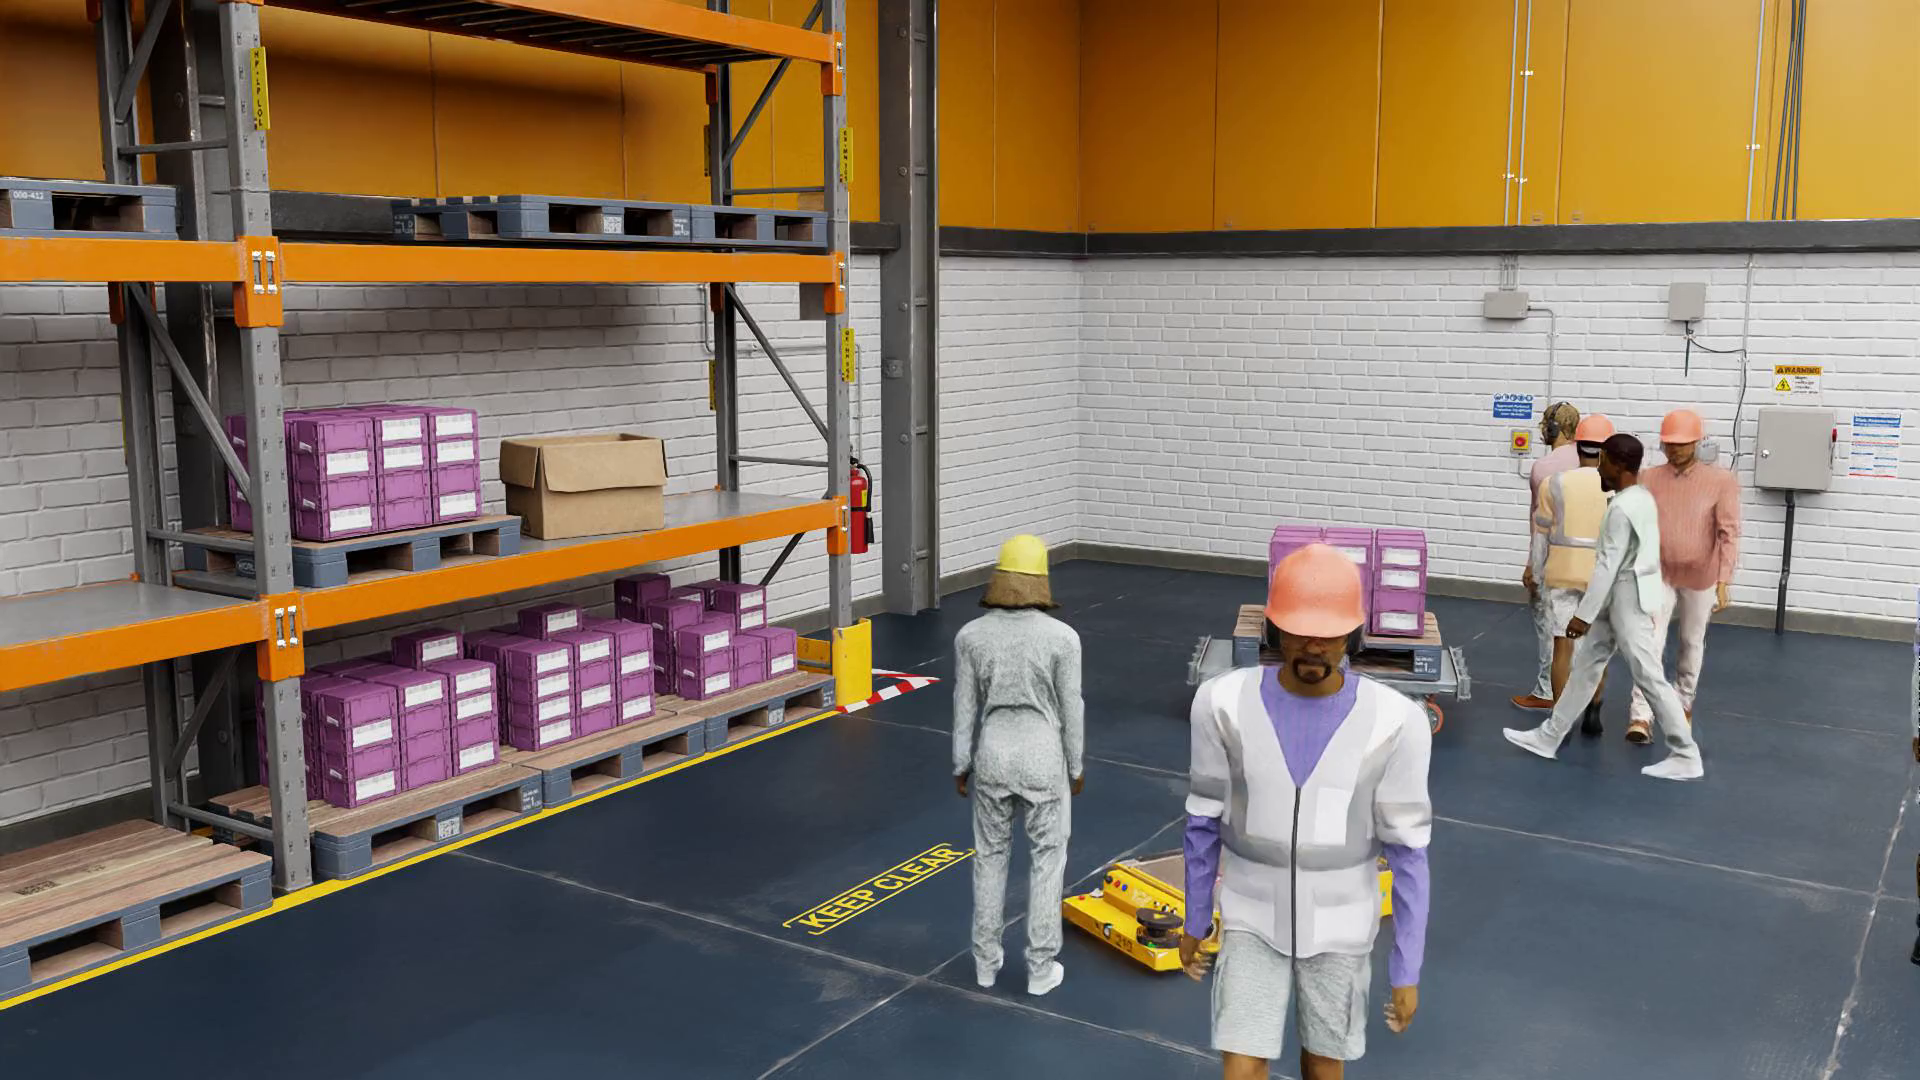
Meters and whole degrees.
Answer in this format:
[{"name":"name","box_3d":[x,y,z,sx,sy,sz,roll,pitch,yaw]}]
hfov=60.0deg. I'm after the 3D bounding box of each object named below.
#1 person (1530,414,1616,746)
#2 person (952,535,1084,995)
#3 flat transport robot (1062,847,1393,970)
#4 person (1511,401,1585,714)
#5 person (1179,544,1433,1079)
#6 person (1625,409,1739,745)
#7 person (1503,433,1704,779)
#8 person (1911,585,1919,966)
[{"name":"person","box_3d":[3.620,0.225,9.689,0.580,1.903,0.674,4,9,22]},{"name":"person","box_3d":[0.217,0.843,6.260,0.507,1.722,0.385,3,9,18]},{"name":"flat transport robot","box_3d":[1.199,1.460,6.953,1.431,0.197,0.652,-5,10,-30]},{"name":"person","box_3d":[3.702,0.109,10.337,0.636,1.938,0.358,-8,12,-42]},{"name":"person","box_3d":[0.860,1.009,4.231,0.638,2.014,0.728,3,9,16]},{"name":"person","box_3d":[4.162,0.216,9.652,0.617,1.937,1.004,5,10,28]},{"name":"person","box_3d":[3.563,0.354,9.029,1.061,1.860,0.590,4,10,26]},{"name":"person","box_3d":[3.938,0.728,6.376,0.545,1.926,0.399,9,12,44]}]
